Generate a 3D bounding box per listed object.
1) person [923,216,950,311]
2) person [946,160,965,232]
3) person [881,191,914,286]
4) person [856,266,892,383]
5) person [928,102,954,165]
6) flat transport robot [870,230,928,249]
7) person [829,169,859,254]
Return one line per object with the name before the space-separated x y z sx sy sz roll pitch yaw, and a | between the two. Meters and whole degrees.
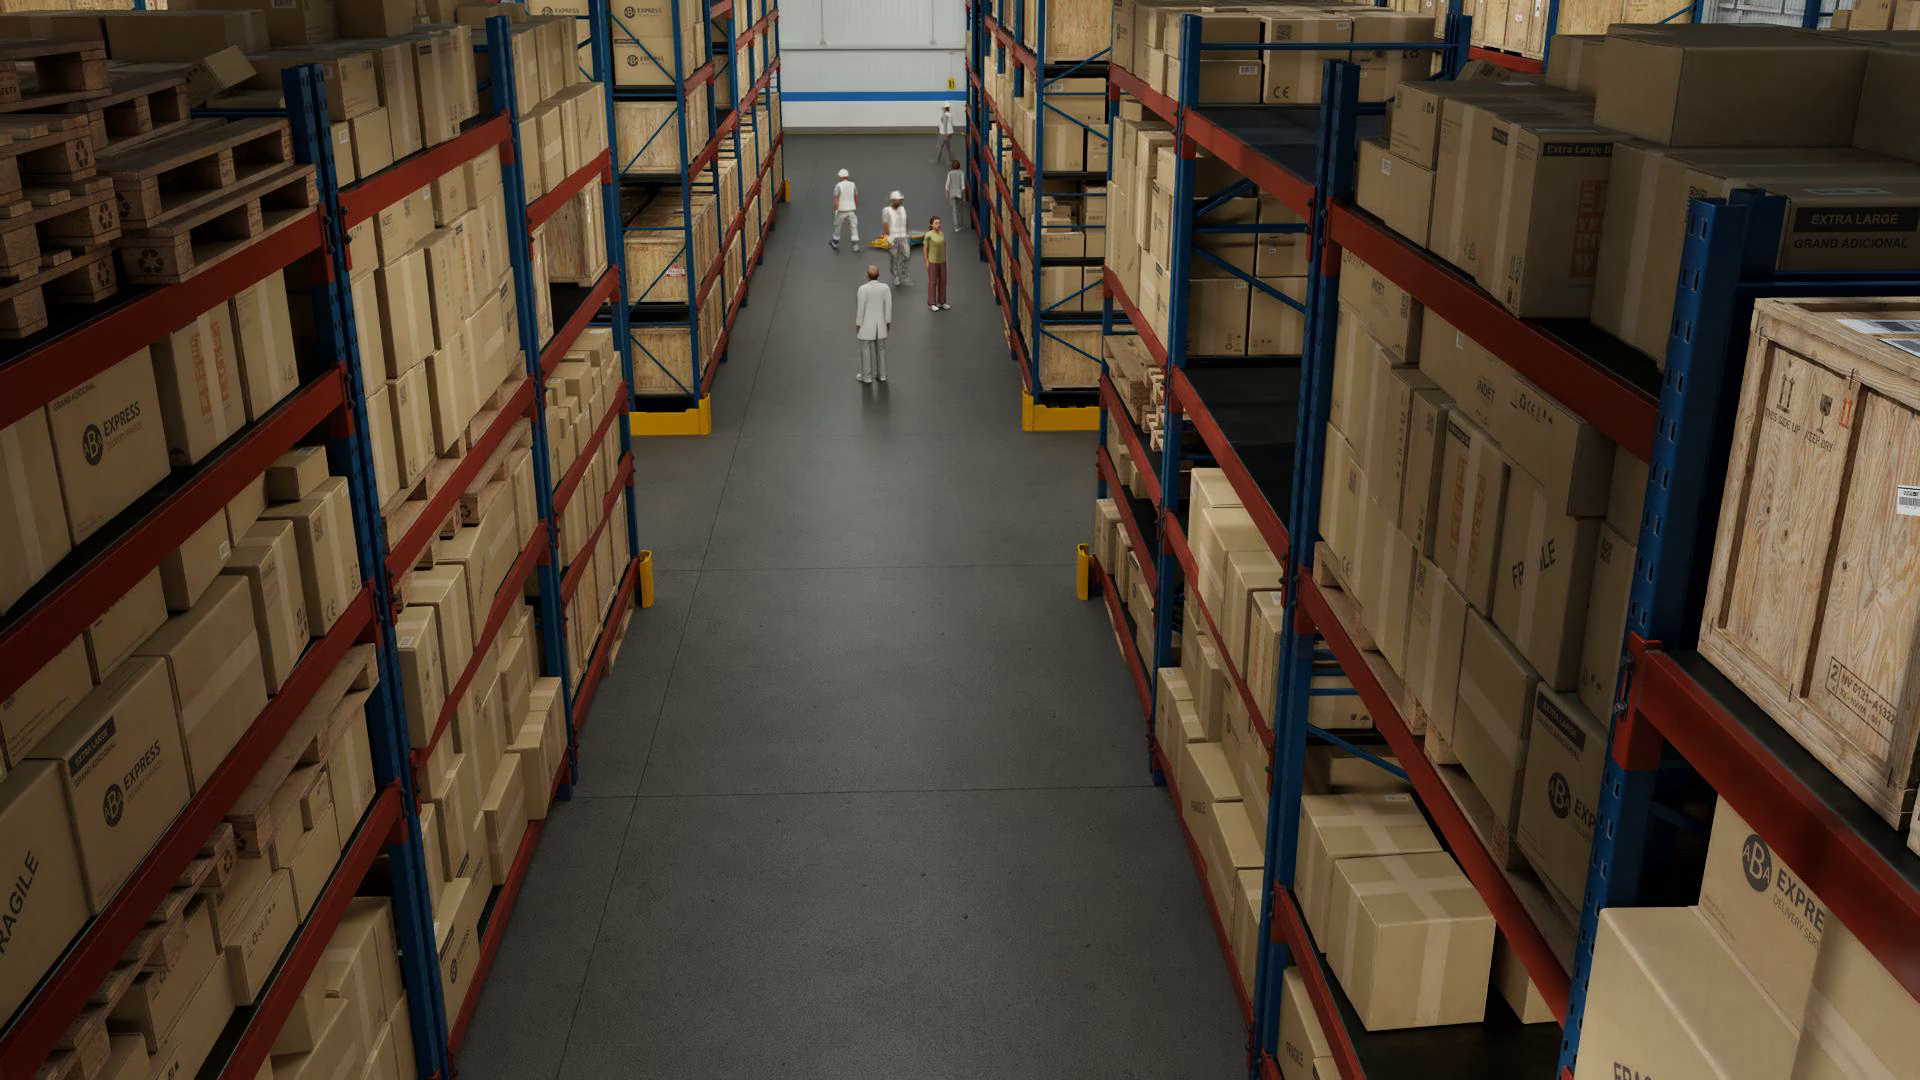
person | -0.413 -5.007 30.050 0.432 1.669 0.410 -15 25 -34
person | -0.107 -7.799 37.594 0.445 1.580 0.773 0 20 -1
person | -1.206 -5.786 31.992 0.603 1.794 0.563 -12 24 -29
person | -1.344 -3.307 25.334 0.569 1.780 0.410 -10 23 -25
person | -0.497 -11.644 47.641 0.744 1.760 0.557 10 23 26
flat transport robot | -1.210 -6.527 36.210 0.659 0.253 1.431 19 27 41
person | -2.449 -6.980 35.199 0.574 1.731 1.010 -9 22 -24
